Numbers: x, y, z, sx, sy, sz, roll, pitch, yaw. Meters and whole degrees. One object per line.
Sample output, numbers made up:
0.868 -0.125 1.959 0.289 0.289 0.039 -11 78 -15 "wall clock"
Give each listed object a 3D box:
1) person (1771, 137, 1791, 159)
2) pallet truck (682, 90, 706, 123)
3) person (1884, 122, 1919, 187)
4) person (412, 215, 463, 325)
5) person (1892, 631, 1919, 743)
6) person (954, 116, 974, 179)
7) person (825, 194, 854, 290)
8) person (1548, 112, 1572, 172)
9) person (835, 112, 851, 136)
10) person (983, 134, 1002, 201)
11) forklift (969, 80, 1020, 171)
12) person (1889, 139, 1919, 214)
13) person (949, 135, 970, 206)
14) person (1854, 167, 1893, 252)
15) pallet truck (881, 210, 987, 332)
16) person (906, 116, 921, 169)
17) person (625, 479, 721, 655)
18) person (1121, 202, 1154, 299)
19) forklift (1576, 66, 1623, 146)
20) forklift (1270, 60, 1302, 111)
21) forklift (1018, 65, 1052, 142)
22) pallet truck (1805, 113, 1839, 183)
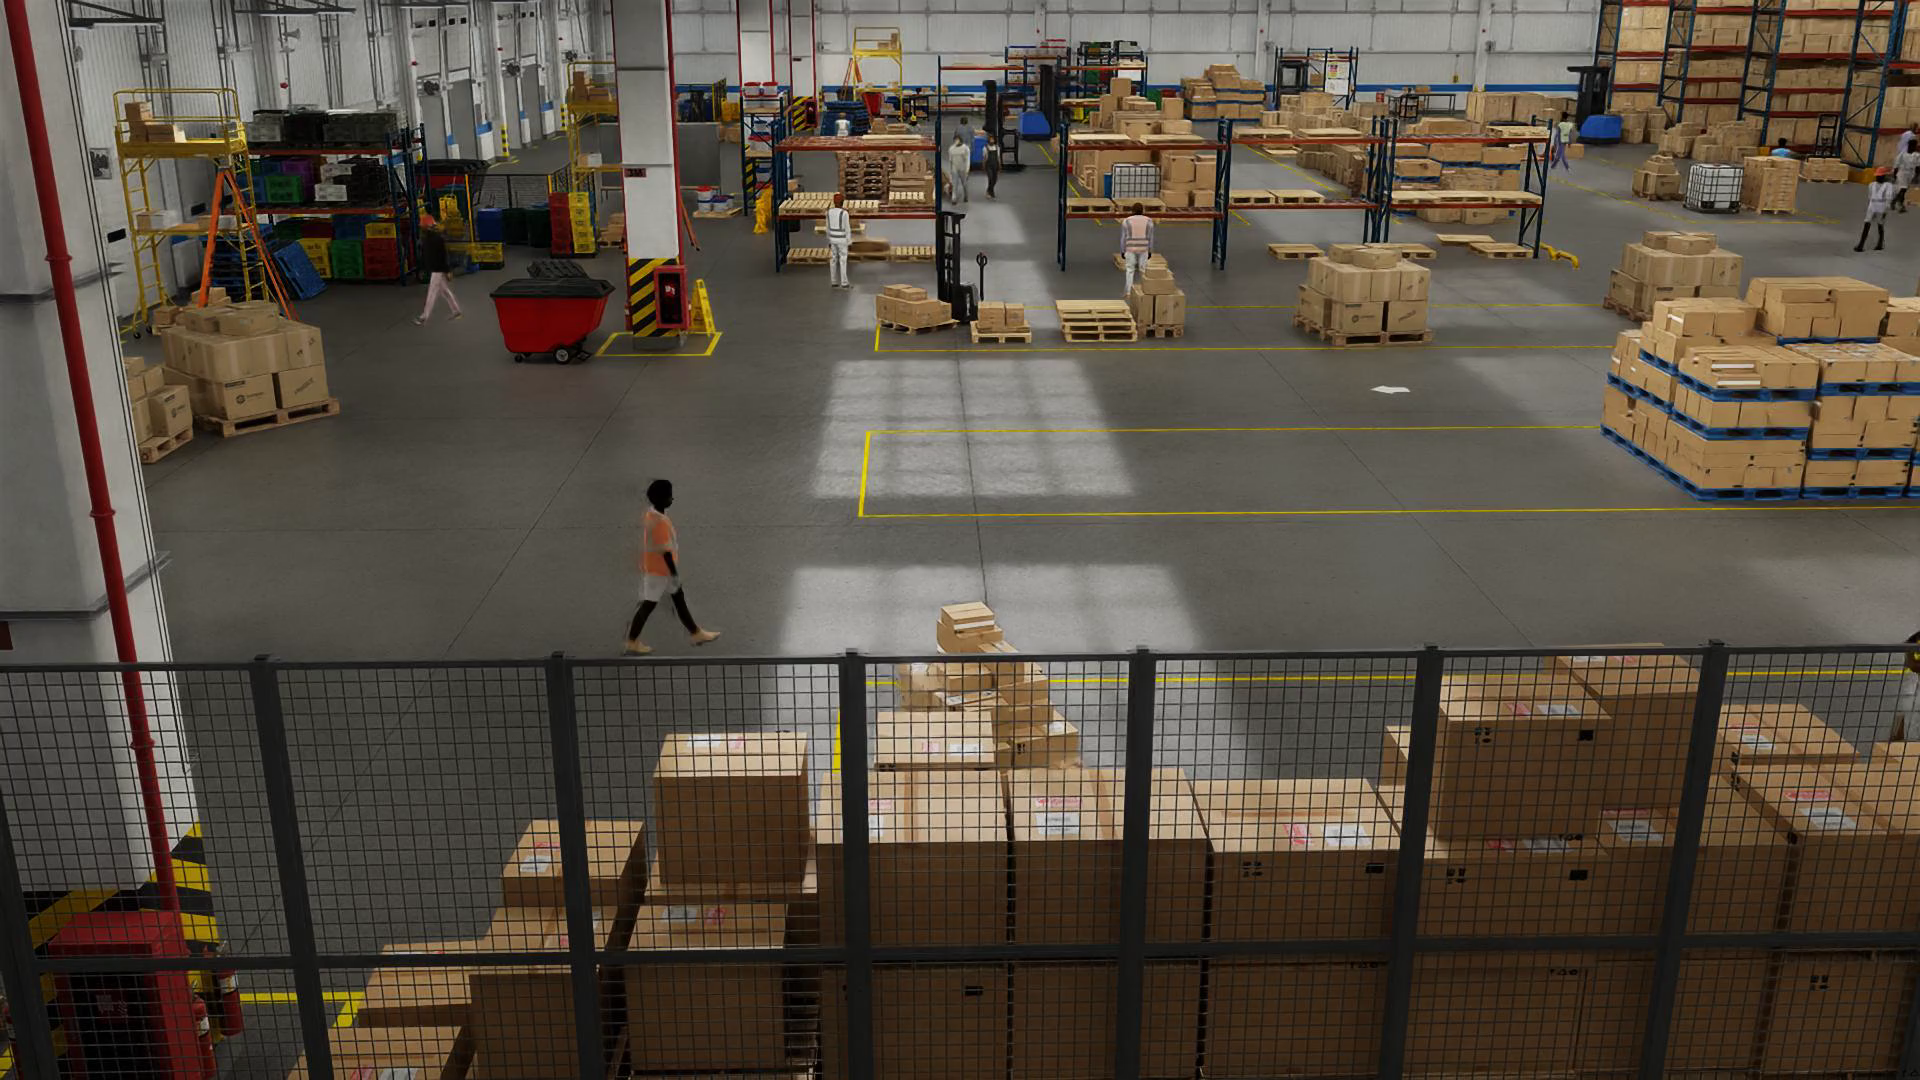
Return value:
23.017 -10.454 46.724 0.543 1.677 0.640 3 19 8 "person"
-9.671 -15.907 62.421 0.823 1.965 1.885 5 19 15 "pallet truck"
27.800 -11.355 49.065 0.637 1.910 0.647 2 19 6 "person"
-9.385 -4.832 29.669 1.044 1.936 0.642 -17 25 -41 "person"
6.392 1.505 11.043 0.374 1.831 0.626 -1 19 -2 "person"
0.151 -12.080 51.236 0.642 1.900 0.996 -6 20 -18 "person"
-2.386 -5.902 32.915 0.574 1.886 0.356 12 22 32 "person"
19.267 -12.719 53.163 0.603 1.878 0.976 -11 21 -28 "person"
-3.970 -13.724 56.513 0.547 1.622 0.381 0 19 -1 "person"
0.860 -10.376 46.277 0.519 1.826 0.787 -9 20 -24 "person"
0.960 -13.258 53.202 1.873 2.768 1.129 0 19 -1 "forklift"
24.909 -9.605 43.857 0.613 1.924 0.964 -3 19 -7 "person"
0.011 -10.134 45.486 0.645 1.892 1.040 6 20 17 "person"
20.697 -7.457 37.531 0.988 1.894 0.563 -13 23 -35 "person"
-0.493 -4.759 29.349 1.885 1.965 0.823 -13 23 -34 "pallet truck"
-1.486 -12.756 53.482 0.480 1.733 0.333 -6 19 -17 "person"
-2.667 0.247 15.032 0.888 1.643 0.547 -4 19 -12 "person"
3.404 -5.565 32.006 0.623 1.835 0.431 -1 19 -3 "person"
23.569 -16.126 61.710 1.129 2.768 1.873 -11 22 -30 "forklift"
13.195 -17.888 66.938 1.129 2.768 1.873 -1 19 -1 "forklift"
3.207 -16.537 62.930 1.873 2.768 1.129 -3 19 -8 "forklift"
26.403 -11.957 50.702 0.823 1.965 1.885 6 19 16 "pallet truck"
